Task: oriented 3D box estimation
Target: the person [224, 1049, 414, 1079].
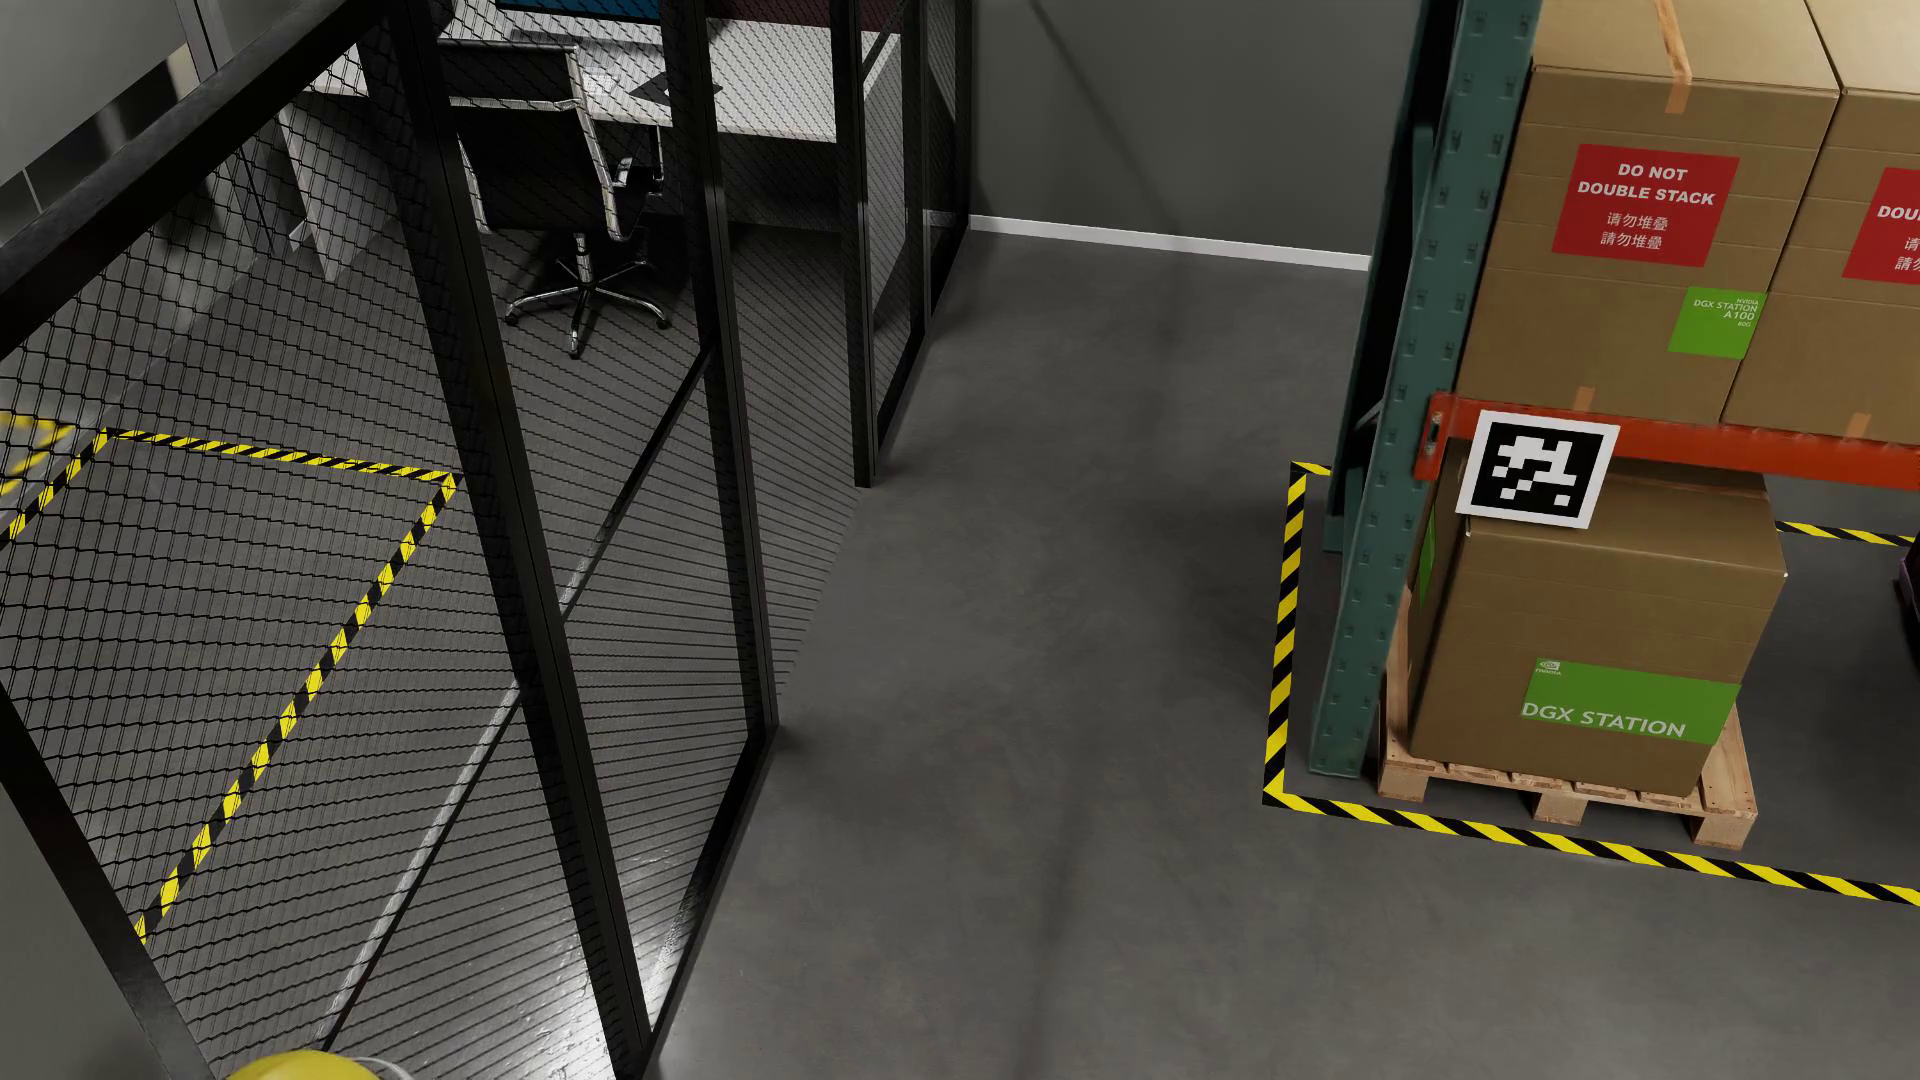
[{"bbox_3d":[-0.671,1.225,2.166,0.588,1.835,0.403,13,43,15],"label":"person"}]
